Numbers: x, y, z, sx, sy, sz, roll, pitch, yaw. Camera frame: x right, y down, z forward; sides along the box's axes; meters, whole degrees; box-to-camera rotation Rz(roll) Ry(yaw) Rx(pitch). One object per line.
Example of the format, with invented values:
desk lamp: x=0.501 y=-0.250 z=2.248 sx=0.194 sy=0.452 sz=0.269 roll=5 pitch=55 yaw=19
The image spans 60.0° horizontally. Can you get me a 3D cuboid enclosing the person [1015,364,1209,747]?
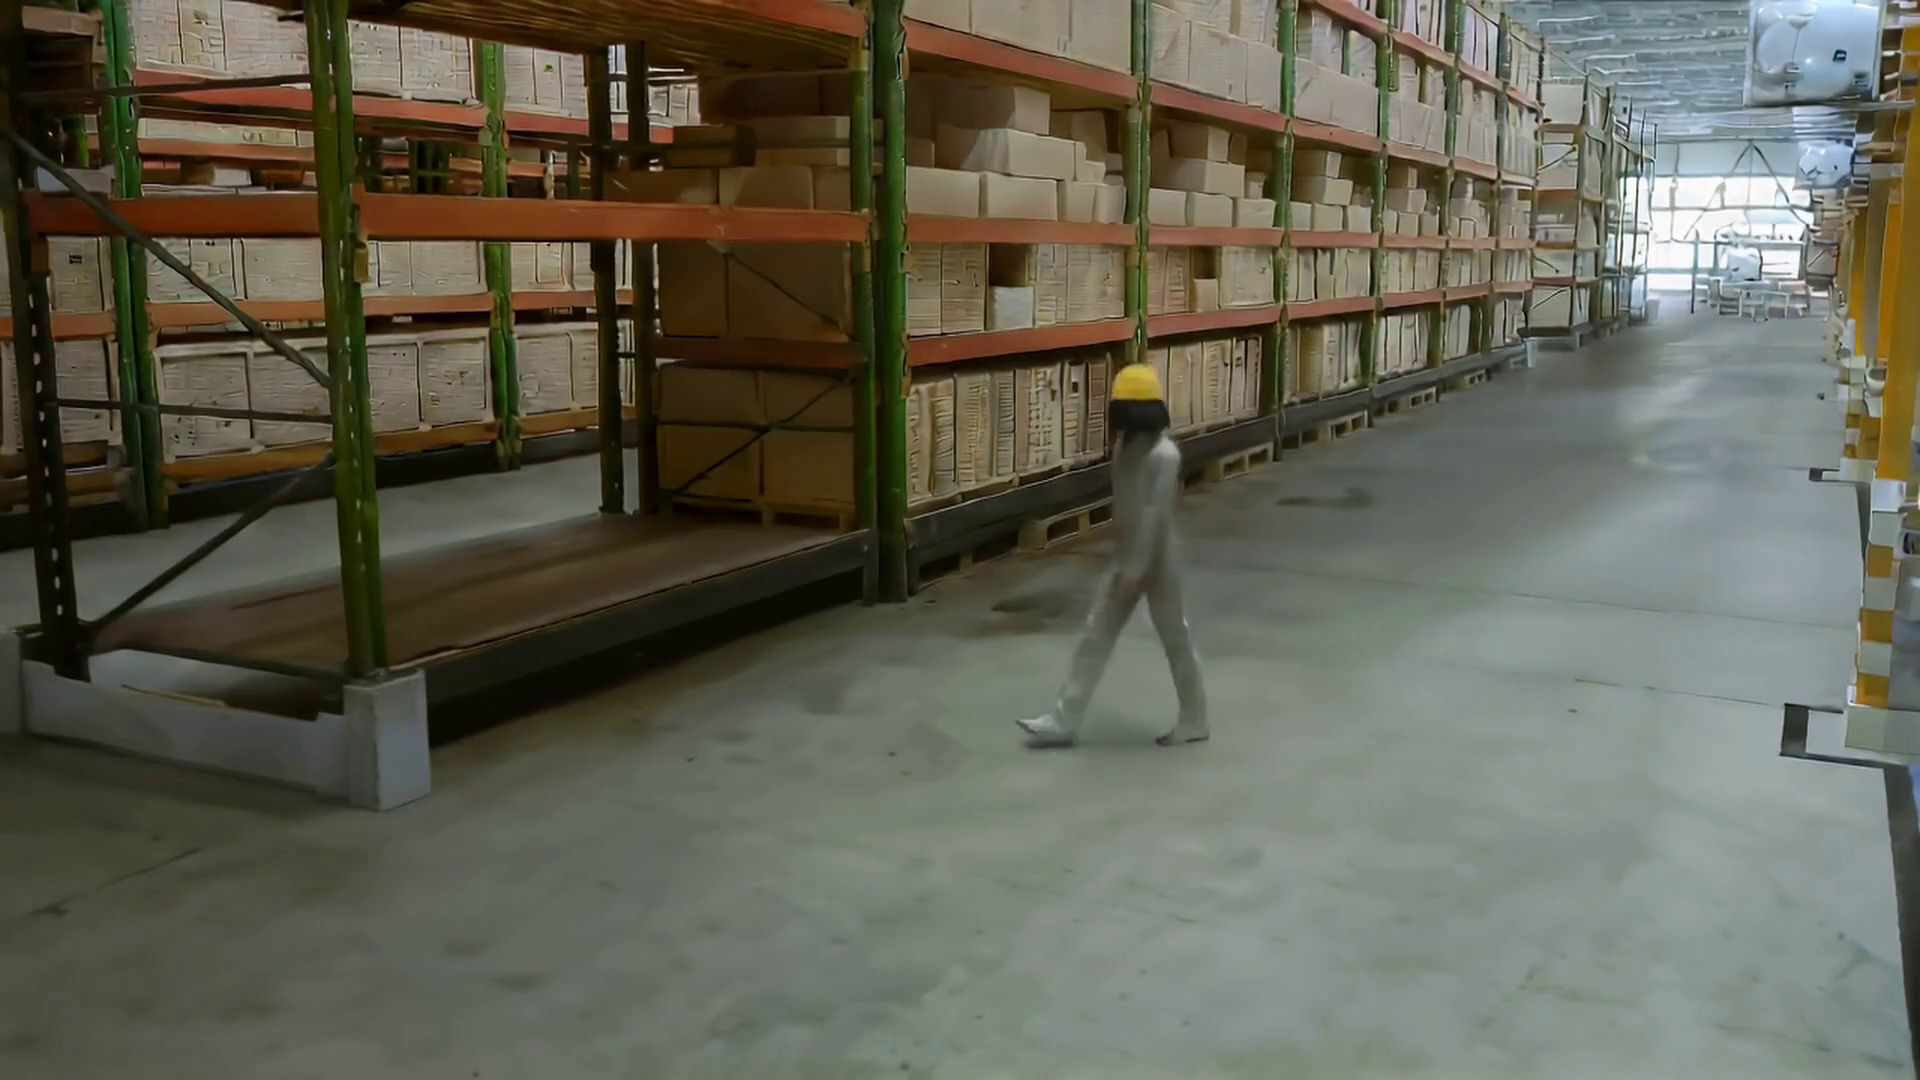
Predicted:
person: x=0.713 y=0.098 z=7.188 sx=0.929 sy=1.693 sz=0.502 roll=-5 pitch=11 yaw=-26
